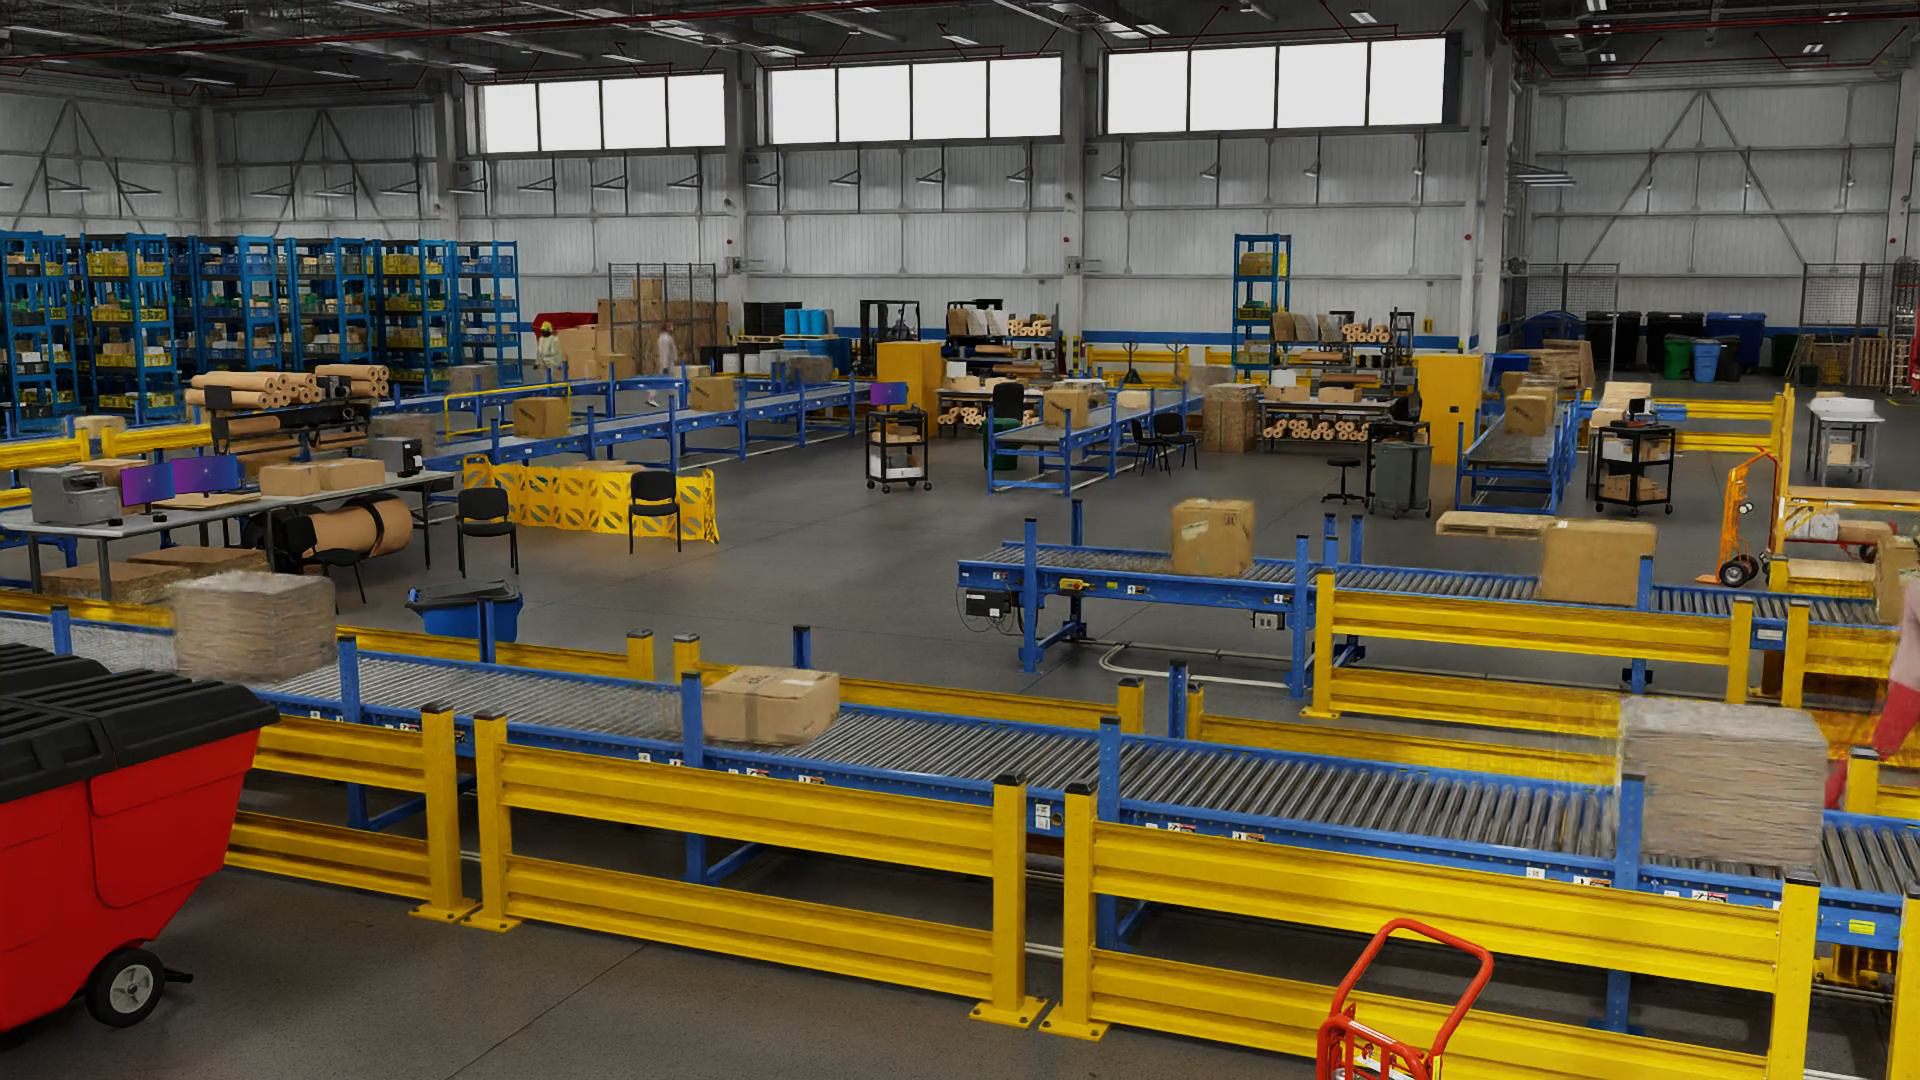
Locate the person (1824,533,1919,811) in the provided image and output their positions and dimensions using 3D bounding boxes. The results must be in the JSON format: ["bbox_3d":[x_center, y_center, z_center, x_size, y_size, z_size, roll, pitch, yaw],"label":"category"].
[{"bbox_3d":[4.998,0.740,8.761,0.901,1.726,0.521,5,11,28],"label":"person"}]

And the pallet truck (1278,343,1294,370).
[{"bbox_3d":[7.886,-4.163,39.743,0.653,1.274,1.630,4,10,22],"label":"pallet truck"}]

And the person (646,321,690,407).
[{"bbox_3d":[-6.307,-3.782,35.756,0.969,1.866,0.654,-3,10,-18],"label":"person"}]

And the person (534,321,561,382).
[{"bbox_3d":[-9.121,-3.898,36.605,0.587,1.799,0.881,6,11,33],"label":"person"}]

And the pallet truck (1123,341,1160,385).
[{"bbox_3d":[4.445,-4.380,41.279,0.680,1.201,1.601,4,10,22],"label":"pallet truck"}]

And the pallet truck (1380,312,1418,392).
[{"bbox_3d":[10.207,-4.283,38.369,0.823,1.965,1.885,3,10,20],"label":"pallet truck"}]

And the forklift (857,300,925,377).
[{"bbox_3d":[-1.732,-5.109,42.468,1.157,1.987,2.680,4,10,22],"label":"forklift"}]

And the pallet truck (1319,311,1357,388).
[{"bbox_3d":[9.071,-4.419,39.190,0.823,1.965,1.885,5,10,26],"label":"pallet truck"}]

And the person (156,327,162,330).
[{"bbox_3d":[-17.876,-3.999,37.155,0.574,1.831,0.398,-6,11,-34],"label":"person"}]

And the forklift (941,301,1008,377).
[{"bbox_3d":[0.365,-4.966,41.571,1.157,1.987,2.680,3,10,20],"label":"forklift"}]

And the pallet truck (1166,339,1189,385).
[{"bbox_3d":[5.418,-4.269,40.420,0.704,1.261,1.522,3,10,20],"label":"pallet truck"}]
